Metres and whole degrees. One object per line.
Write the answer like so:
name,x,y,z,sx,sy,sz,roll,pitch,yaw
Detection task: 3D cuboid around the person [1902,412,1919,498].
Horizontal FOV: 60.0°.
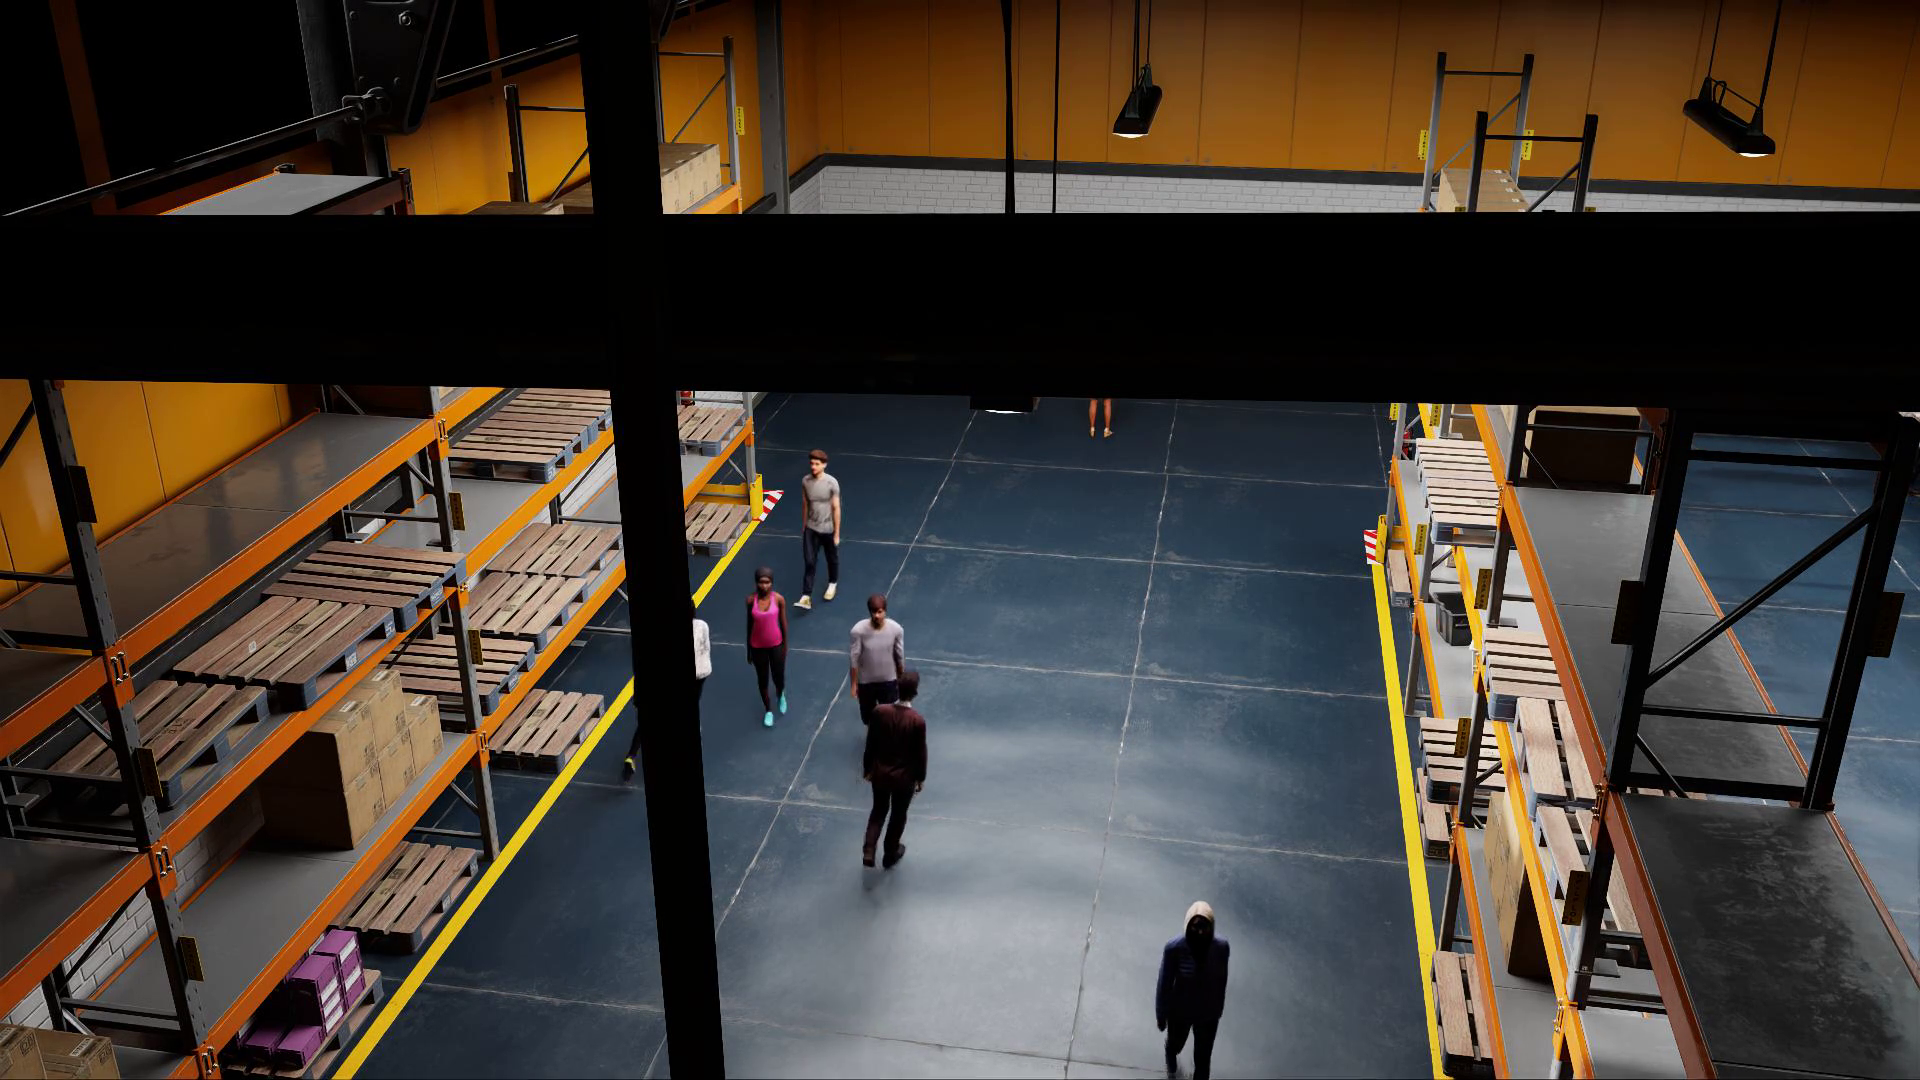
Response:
person,12.656,-1.444,21.903,0.931,1.870,0.887,-13,27,-27

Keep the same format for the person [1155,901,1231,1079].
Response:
person,1.592,3.187,11.503,0.822,1.716,1.144,-1,24,-2

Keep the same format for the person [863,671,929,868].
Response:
person,-0.582,2.011,14.047,0.812,1.833,0.907,5,24,11

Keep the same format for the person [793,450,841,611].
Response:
person,-1.543,-0.165,18.988,0.764,1.862,1.120,7,25,15

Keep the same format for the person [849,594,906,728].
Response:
person,-0.774,1.298,15.705,0.826,1.811,1.145,-3,24,-6

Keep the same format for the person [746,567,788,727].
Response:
person,-1.902,1.015,16.474,0.606,1.713,0.701,0,24,-1
